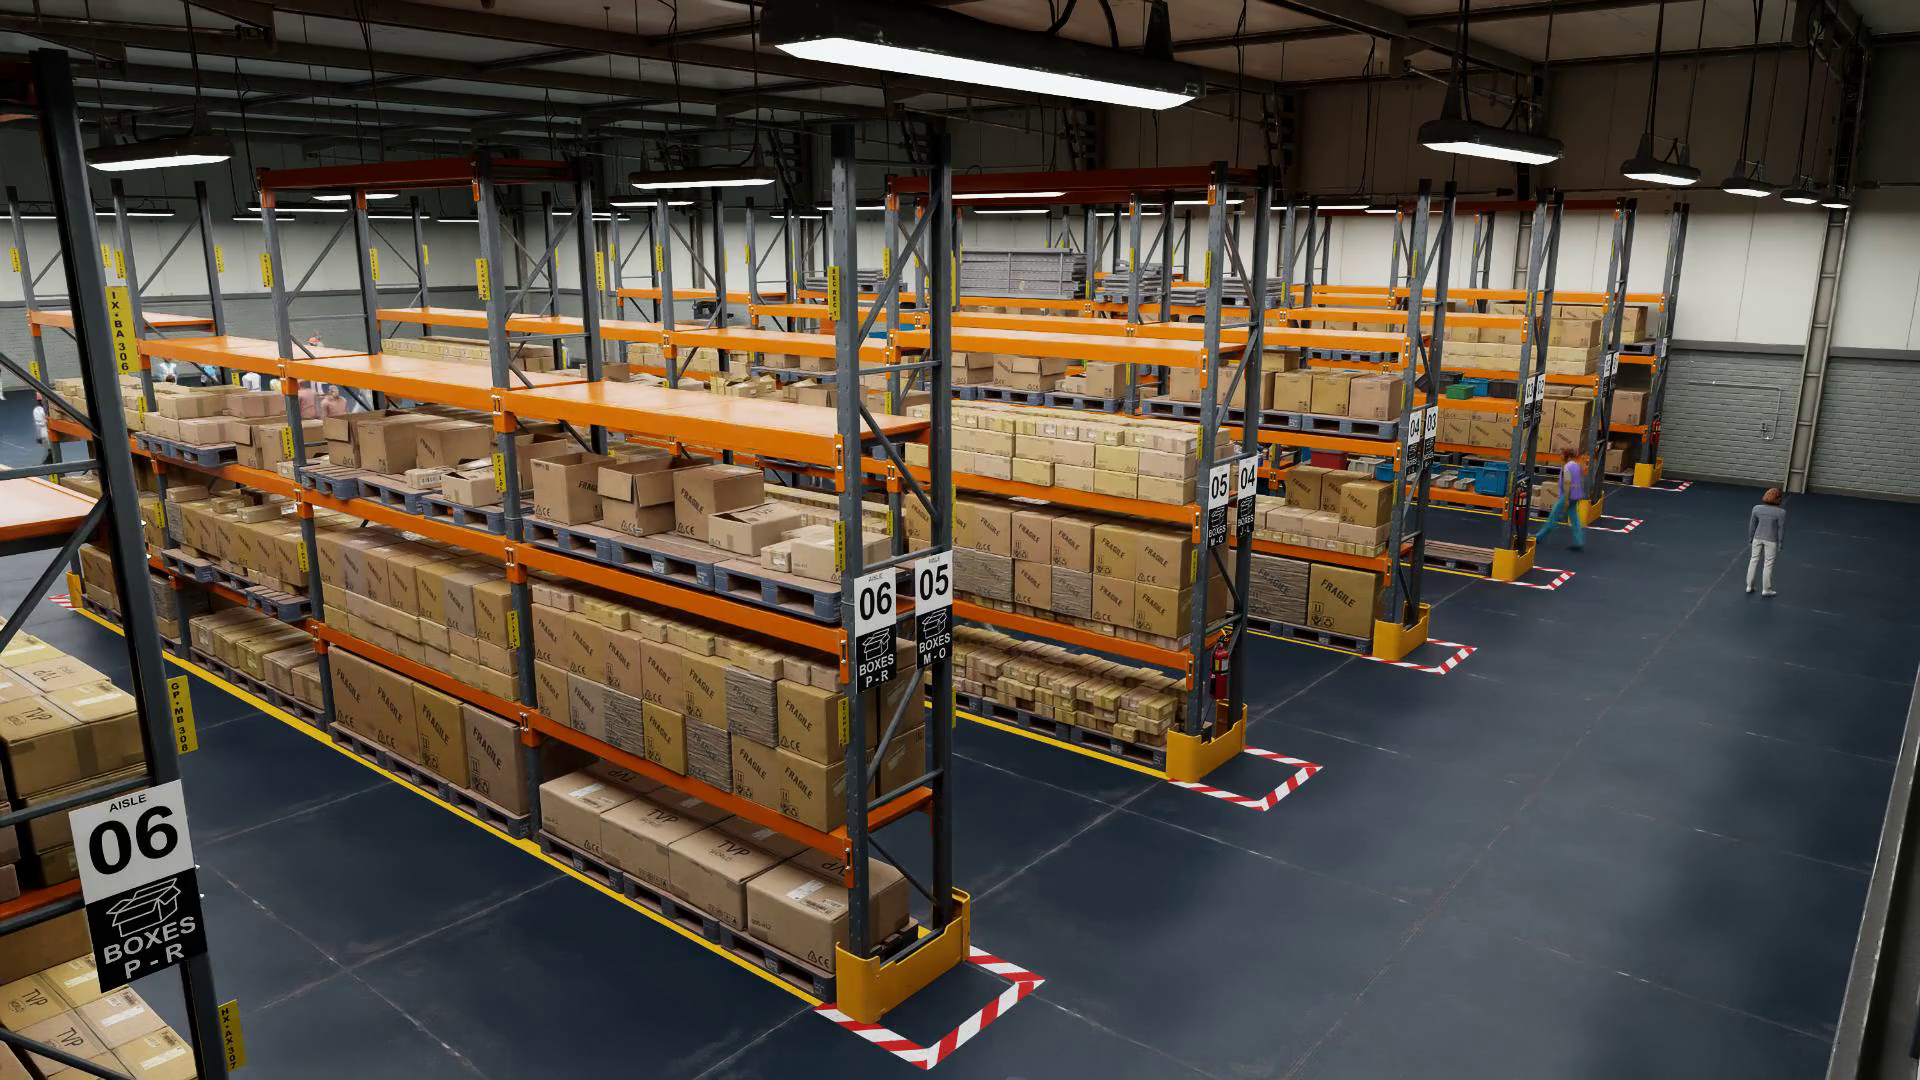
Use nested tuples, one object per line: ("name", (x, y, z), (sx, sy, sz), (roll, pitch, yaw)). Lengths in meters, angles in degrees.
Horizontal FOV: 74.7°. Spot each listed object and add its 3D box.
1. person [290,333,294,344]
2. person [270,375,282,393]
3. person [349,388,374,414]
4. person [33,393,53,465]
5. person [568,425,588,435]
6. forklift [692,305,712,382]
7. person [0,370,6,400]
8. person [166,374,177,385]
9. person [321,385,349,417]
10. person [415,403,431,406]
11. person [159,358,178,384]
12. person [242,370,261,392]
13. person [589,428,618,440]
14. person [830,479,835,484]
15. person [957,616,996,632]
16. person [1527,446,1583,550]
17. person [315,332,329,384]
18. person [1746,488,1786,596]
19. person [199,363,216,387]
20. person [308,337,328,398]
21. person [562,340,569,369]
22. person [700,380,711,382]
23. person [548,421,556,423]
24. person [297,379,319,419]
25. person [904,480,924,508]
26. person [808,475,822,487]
("person", (-26.270, -7.408, 49.264), (0.429, 1.843, 0.627), (0, 14, -1))
("person", (-18.210, -3.684, 33.805), (0.554, 1.914, 0.640), (-2, 14, -8))
("person", (-17.809, -4.407, 37.428), (0.891, 1.581, 0.525), (-9, 16, -32))
("person", (-20.630, -2.405, 28.515), (0.400, 1.920, 0.560), (-3, 14, -11))
("person", (-8.078, -1.903, 26.543), (0.585, 1.892, 0.841), (-10, 17, -36))
("forklift", (-9.511, -7.392, 47.124), (1.873, 2.768, 1.129), (11, 17, 38))
("person", (-31.796, -5.494, 41.400), (0.694, 1.841, 0.523), (10, 17, 37))
("person", (-20.526, -3.432, 32.971), (0.664, 1.809, 0.851), (-4, 14, -16))
("person", (-14.923, -2.772, 30.095), (0.731, 1.886, 0.648), (7, 15, 27))
("person", (-14.287, -3.607, 33.468), (0.597, 1.917, 0.378), (8, 16, 29))
("person", (-25.411, -5.149, 40.466), (0.507, 1.604, 0.840), (-11, 17, -38))
("person", (-19.558, -3.953, 34.824), (0.375, 1.950, 0.615), (2, 14, 10))
("person", (-9.174, -3.301, 32.051), (0.615, 2.008, 0.998), (6, 15, 24))
("person", (-2.832, -2.179, 27.789), (0.520, 1.826, 0.648), (13, 19, 43))
("person", (0.216, 0.687, 16.033), (0.759, 1.809, 0.603), (10, 17, 36))
("person", (10.476, -0.740, 21.941), (0.967, 1.784, 0.581), (13, 19, 42))
("person", (-23.315, -6.626, 45.930), (0.431, 1.891, 0.673), (-2, 14, -6))
("person", (12.256, 0.019, 19.145), (0.280, 1.634, 0.498), (-8, 16, -30))
("person", (-25.129, -5.542, 41.965), (0.842, 1.657, 0.550), (7, 15, 25))
("person", (-21.673, -5.803, 42.343), (0.613, 1.995, 0.391), (6, 15, 23))
("person", (-13.988, -6.185, 44.292), (0.531, 1.813, 0.599), (13, 19, 42))
("person", (-7.847, -4.952, 39.071), (0.356, 1.887, 0.574), (10, 17, 35))
("person", (-8.937, -2.366, 28.203), (0.378, 1.995, 0.609), (7, 15, 26))
("person", (-16.425, -3.109, 31.574), (1.024, 1.850, 0.659), (3, 14, 12))
("person", (-0.689, -0.239, 20.200), (0.364, 1.626, 0.534), (11, 17, 37))
("person", (-2.845, -1.532, 25.031), (0.328, 1.873, 0.520), (12, 18, 41))
